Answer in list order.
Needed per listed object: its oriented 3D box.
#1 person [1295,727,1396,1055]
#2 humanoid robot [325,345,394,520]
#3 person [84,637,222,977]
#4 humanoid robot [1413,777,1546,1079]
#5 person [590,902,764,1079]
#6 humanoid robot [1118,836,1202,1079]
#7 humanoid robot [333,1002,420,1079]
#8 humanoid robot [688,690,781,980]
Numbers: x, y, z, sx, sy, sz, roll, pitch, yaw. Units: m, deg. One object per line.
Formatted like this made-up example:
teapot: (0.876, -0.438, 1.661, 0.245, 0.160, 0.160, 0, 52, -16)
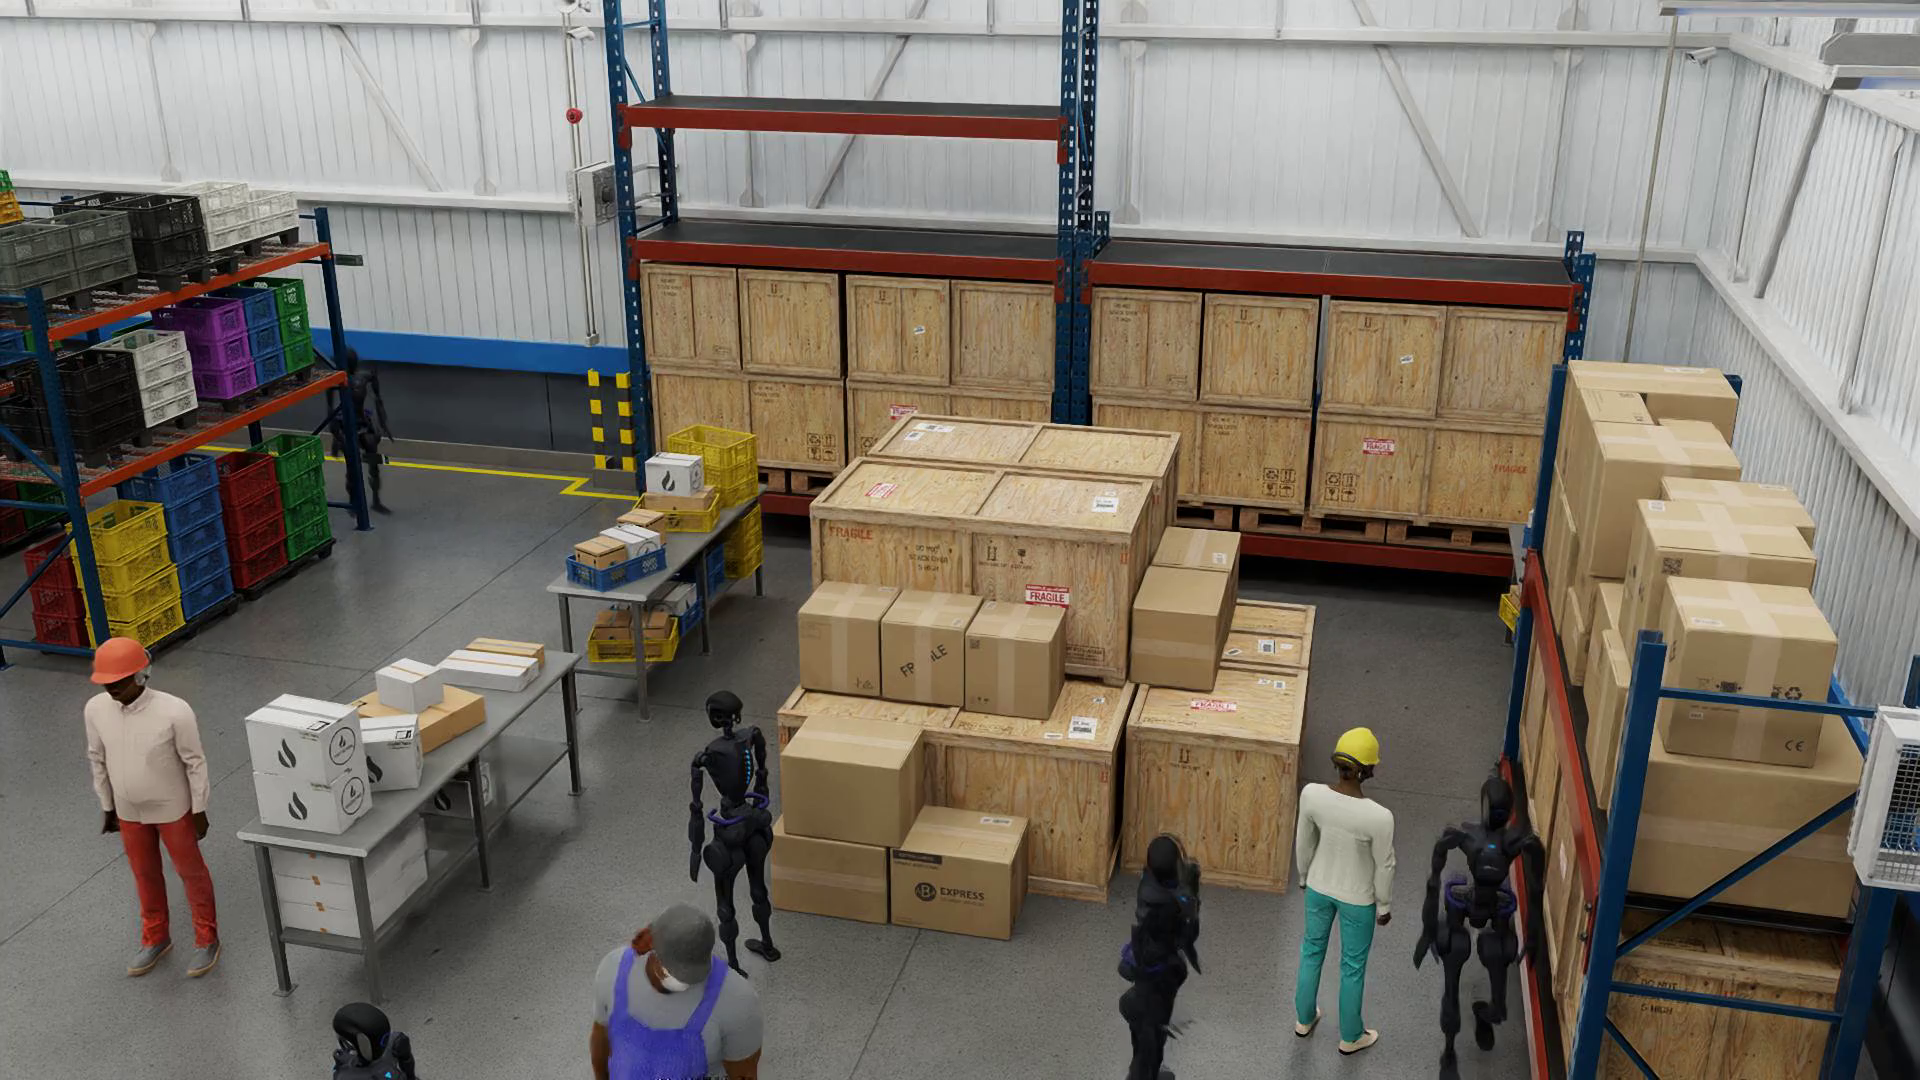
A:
person: (1.930, 1.757, 8.360, 0.524, 1.760, 0.325, 17, 27, 37)
humanoid robot: (-5.713, -1.031, 15.787, 0.344, 1.666, 0.620, 19, 28, 40)
person: (-4.319, 1.427, 8.896, 0.610, 1.993, 0.393, 2, 21, 5)
humanoid robot: (2.533, 1.886, 8.134, 0.595, 1.645, 0.444, 4, 21, 10)
person: (-1.180, 2.258, 6.659, 0.738, 2.000, 0.627, 10, 23, 25)
humanoid robot: (0.959, 2.039, 7.767, 0.371, 1.632, 0.655, 14, 25, 33)
humanoid robot: (-2.246, 2.504, 6.519, 0.325, 1.652, 0.557, 5, 21, 13)
humanoid robot: (-1.210, 1.572, 8.955, 0.307, 1.651, 0.579, 16, 26, 36)
